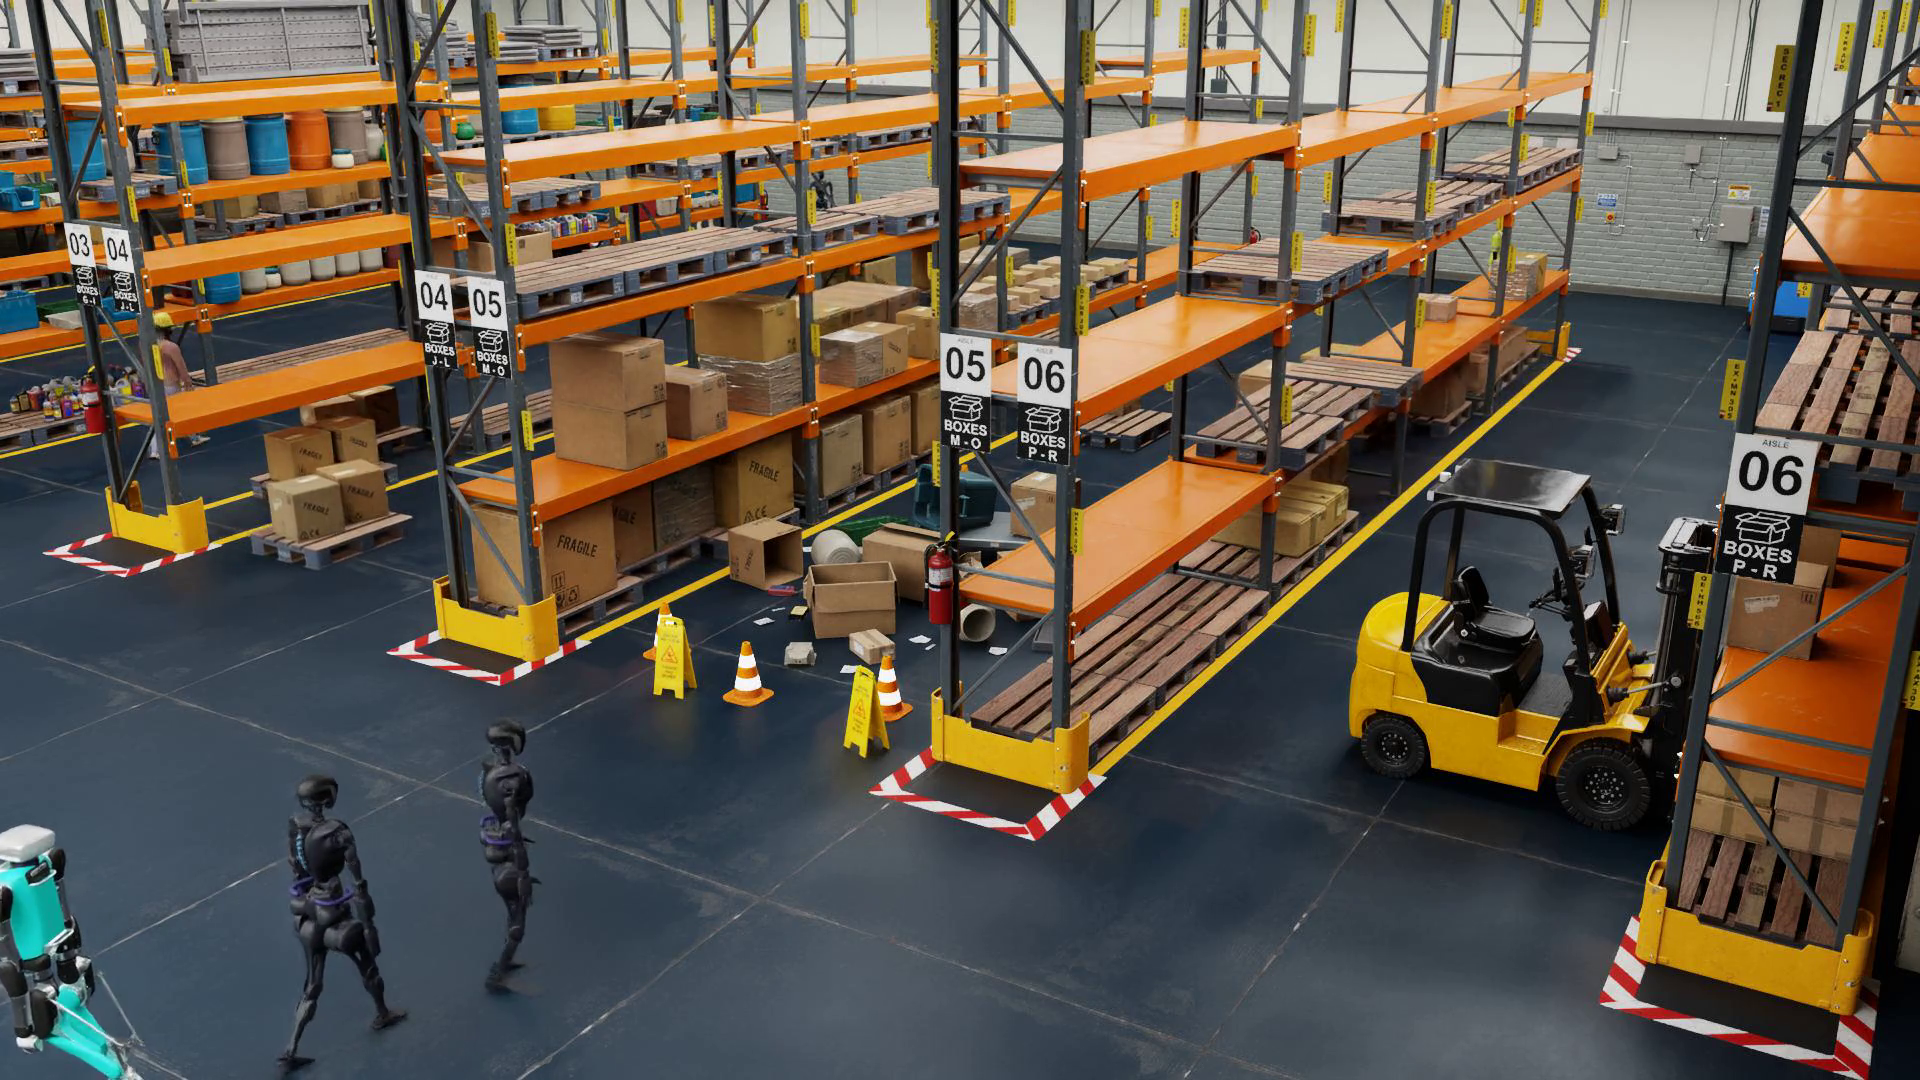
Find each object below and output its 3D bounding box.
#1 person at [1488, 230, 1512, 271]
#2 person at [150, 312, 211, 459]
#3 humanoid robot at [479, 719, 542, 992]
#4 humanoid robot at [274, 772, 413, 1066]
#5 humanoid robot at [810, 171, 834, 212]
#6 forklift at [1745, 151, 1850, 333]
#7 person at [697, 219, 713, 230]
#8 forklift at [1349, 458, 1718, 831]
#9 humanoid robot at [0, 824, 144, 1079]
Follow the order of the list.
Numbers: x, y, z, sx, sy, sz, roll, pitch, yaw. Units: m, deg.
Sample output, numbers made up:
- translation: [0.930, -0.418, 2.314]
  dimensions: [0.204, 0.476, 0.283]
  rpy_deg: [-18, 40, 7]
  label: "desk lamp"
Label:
- translation: [8.976, -4.580, 27.665]
  dimensions: [0.322, 1.697, 0.530]
  rpy_deg: [16, 25, 39]
  label: "person"
- translation: [-9.379, -1.846, 19.734]
  dimensions: [0.542, 1.710, 0.921]
  rpy_deg: [9, 21, 25]
  label: "person"
- translation: [-2.568, 1.762, 9.383]
  dimensions: [0.390, 1.653, 0.600]
  rpy_deg: [-9, 21, -24]
  label: "humanoid robot"
- translation: [-3.366, 1.987, 8.814]
  dimensions: [0.584, 1.632, 0.777]
  rpy_deg: [10, 21, 27]
  label: "humanoid robot"
- translation: [-2.887, -6.869, 34.349]
  dimensions: [0.595, 1.631, 0.673]
  rpy_deg: [-10, 21, -26]
  label: "humanoid robot"
- translation: [13.620, -4.667, 26.137]
  dimensions: [1.873, 2.768, 1.129]
  rpy_deg: [11, 22, 29]
  label: "forklift"
- translation: [-5.357, -7.004, 34.696]
  dimensions: [0.492, 1.689, 0.350]
  rpy_deg: [-1, 19, -4]
  label: "person"
- translation: [3.988, 0.658, 11.776]
  dimensions: [2.313, 2.155, 1.214]
  rpy_deg: [11, 22, 29]
  label: "forklift"
- translation: [-4.146, 2.221, 7.992]
  dimensions: [0.881, 1.787, 0.570]
  rpy_deg: [1, 19, 4]
  label: "humanoid robot"
